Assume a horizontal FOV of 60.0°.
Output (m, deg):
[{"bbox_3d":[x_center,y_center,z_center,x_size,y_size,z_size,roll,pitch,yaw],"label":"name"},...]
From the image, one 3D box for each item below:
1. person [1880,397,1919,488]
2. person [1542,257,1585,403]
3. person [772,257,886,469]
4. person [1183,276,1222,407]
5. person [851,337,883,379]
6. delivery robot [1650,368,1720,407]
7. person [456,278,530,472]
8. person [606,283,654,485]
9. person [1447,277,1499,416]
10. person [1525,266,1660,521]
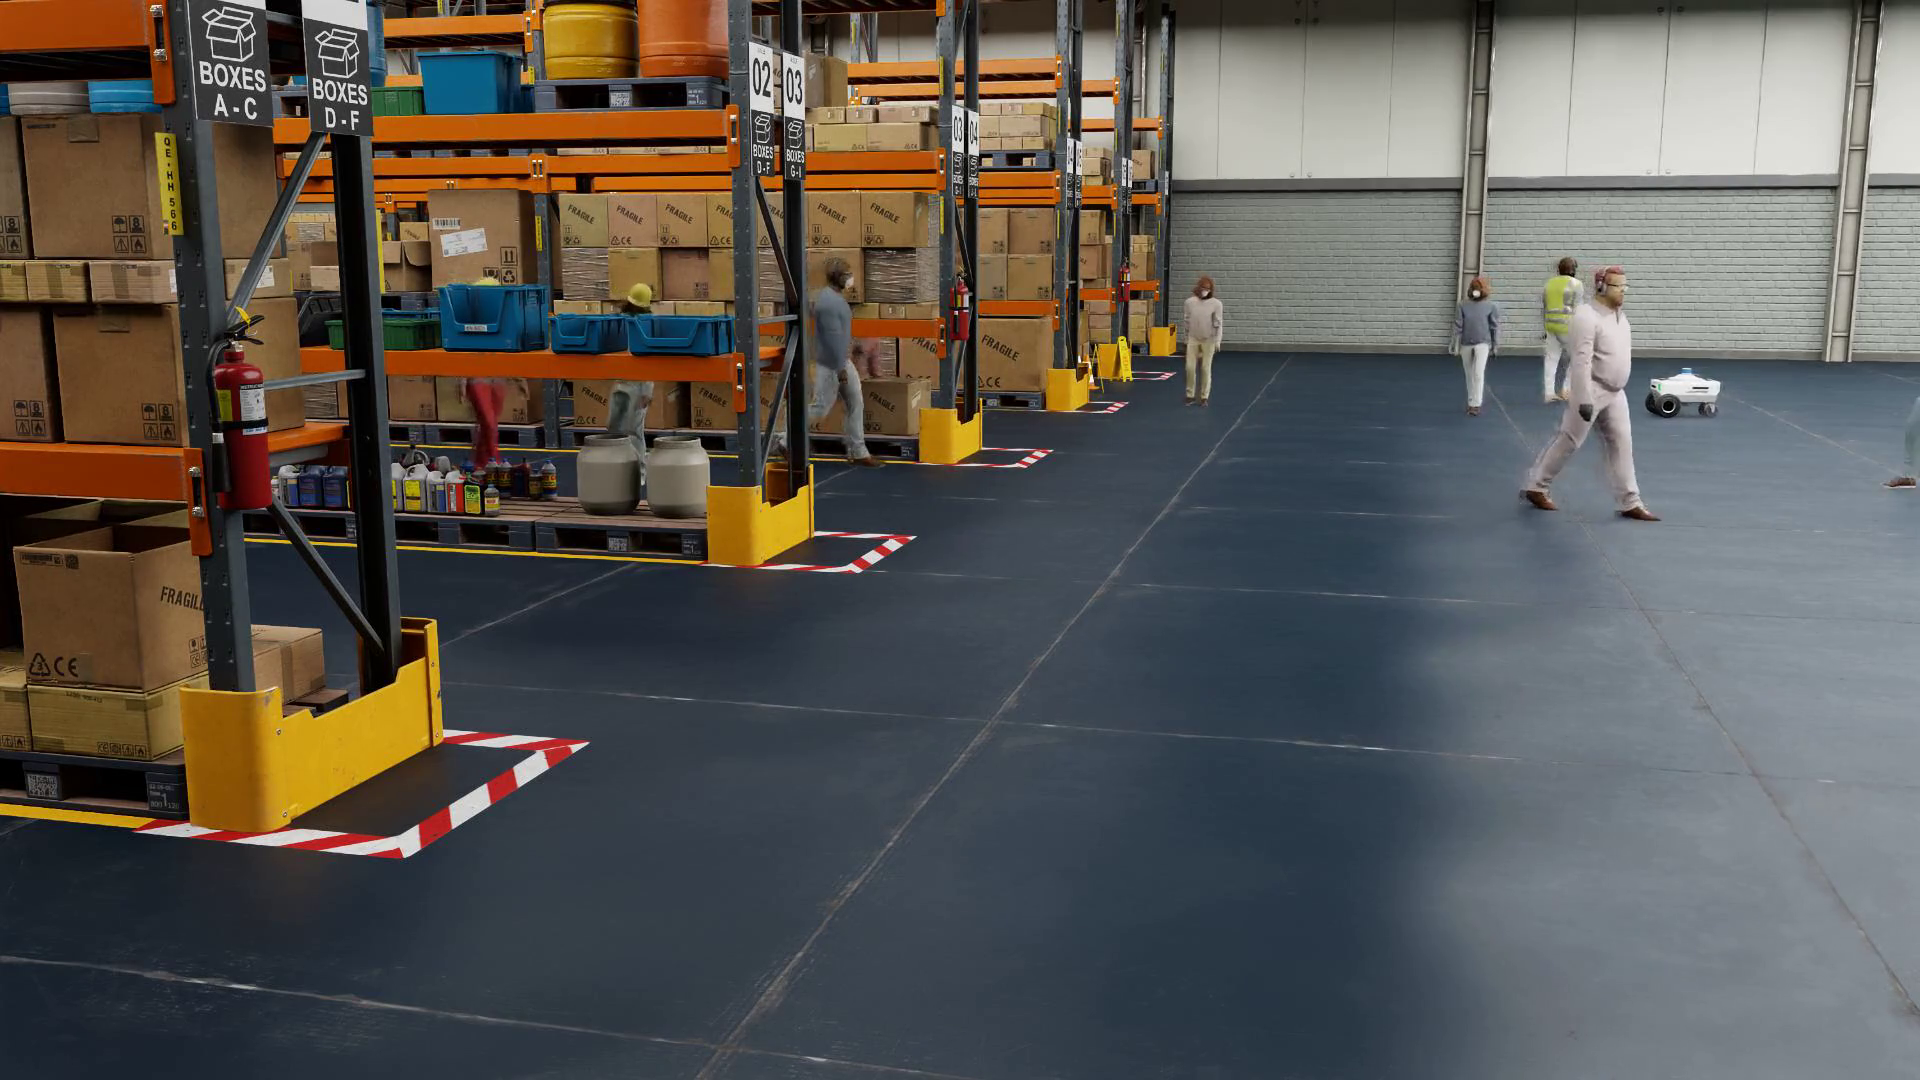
[{"bbox_3d":[7.871,-1.172,13.441,0.718,1.606,0.520,-2,11,-13],"label":"person"},{"bbox_3d":[7.610,-2.632,20.914,0.576,1.823,0.651,-5,12,-28],"label":"person"},{"bbox_3d":[-1.197,-1.561,14.803,0.955,1.904,0.631,2,10,10],"label":"person"},{"bbox_3d":[2.972,-2.419,20.325,0.515,1.604,0.484,4,11,23],"label":"person"},{"bbox_3d":[-1.111,-2.365,19.248,0.408,1.910,0.646,3,11,16],"label":"person"},{"bbox_3d":[8.409,-1.749,19.283,0.707,0.478,0.477,1,10,7],"label":"delivery robot"},{"bbox_3d":[-3.759,-1.245,13.469,0.800,1.724,0.551,8,13,37],"label":"person"},{"bbox_3d":[-2.699,-1.269,13.741,0.607,1.687,0.348,8,13,39],"label":"person"},{"bbox_3d":[5.951,-2.237,19.346,0.512,1.603,0.767,7,12,34],"label":"person"},{"bbox_3d":[4.707,-1.095,12.345,0.657,1.865,1.011,-8,13,-36],"label":"person"}]
